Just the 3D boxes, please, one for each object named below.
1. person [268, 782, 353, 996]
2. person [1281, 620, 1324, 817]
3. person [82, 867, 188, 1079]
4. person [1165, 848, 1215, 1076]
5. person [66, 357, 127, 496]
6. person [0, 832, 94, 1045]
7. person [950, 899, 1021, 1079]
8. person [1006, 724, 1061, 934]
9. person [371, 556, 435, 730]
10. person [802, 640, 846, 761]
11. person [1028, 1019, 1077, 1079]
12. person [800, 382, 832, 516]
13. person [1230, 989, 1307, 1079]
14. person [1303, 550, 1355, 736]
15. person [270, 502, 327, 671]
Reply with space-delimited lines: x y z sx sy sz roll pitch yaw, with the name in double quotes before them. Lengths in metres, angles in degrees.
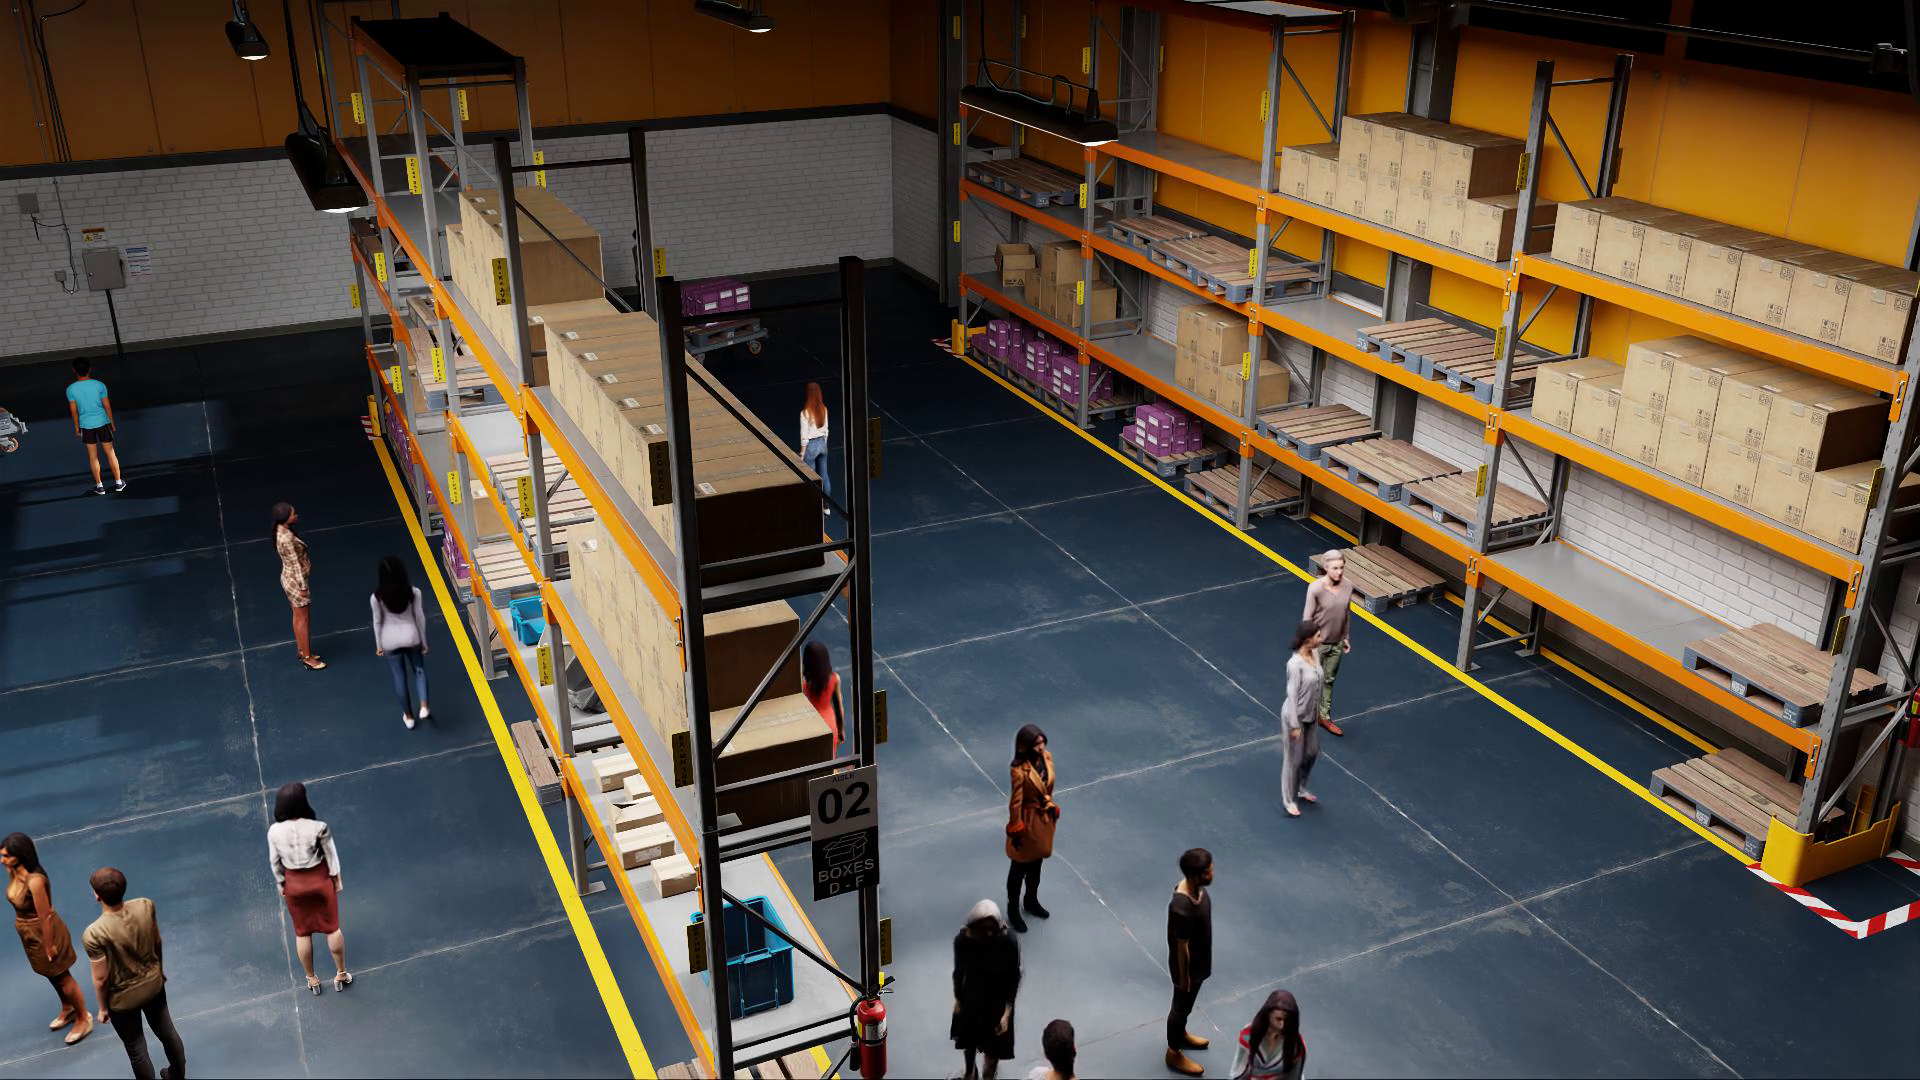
"person" -4.679 2.510 11.974 0.640 1.751 0.584 -5 24 -11
"person" 2.906 1.513 14.238 0.687 1.764 0.648 -16 28 -32
"person" -5.394 2.936 10.873 0.780 1.852 0.745 11 26 24
"person" 1.552 2.819 11.311 0.769 1.715 0.695 7 24 15
"person" -10.916 -1.445 20.990 0.621 1.776 0.533 -13 27 -27
"person" -6.351 2.743 11.525 0.586 1.683 0.697 17 29 34
"person" 0.188 3.027 10.837 0.814 1.714 0.919 5 24 11
"person" 0.545 2.187 12.751 0.750 1.720 0.711 -21 31 -40
"person" -5.180 1.000 15.462 0.618 1.723 0.660 -11 26 -24
"person" -1.154 1.667 13.963 0.602 1.701 0.998 -12 26 -26
"person" 0.483 3.592 9.386 1.037 1.841 1.182 -21 31 -39
"person" -1.763 -1.100 20.258 0.636 1.729 0.611 -21 31 -40
"person" 1.873 3.368 10.208 0.856 1.593 0.921 9 25 20
"person" 3.370 0.943 15.403 0.692 1.875 0.626 -8 25 -18
"person" -6.632 0.457 16.616 0.661 1.795 0.515 -14 27 -28
